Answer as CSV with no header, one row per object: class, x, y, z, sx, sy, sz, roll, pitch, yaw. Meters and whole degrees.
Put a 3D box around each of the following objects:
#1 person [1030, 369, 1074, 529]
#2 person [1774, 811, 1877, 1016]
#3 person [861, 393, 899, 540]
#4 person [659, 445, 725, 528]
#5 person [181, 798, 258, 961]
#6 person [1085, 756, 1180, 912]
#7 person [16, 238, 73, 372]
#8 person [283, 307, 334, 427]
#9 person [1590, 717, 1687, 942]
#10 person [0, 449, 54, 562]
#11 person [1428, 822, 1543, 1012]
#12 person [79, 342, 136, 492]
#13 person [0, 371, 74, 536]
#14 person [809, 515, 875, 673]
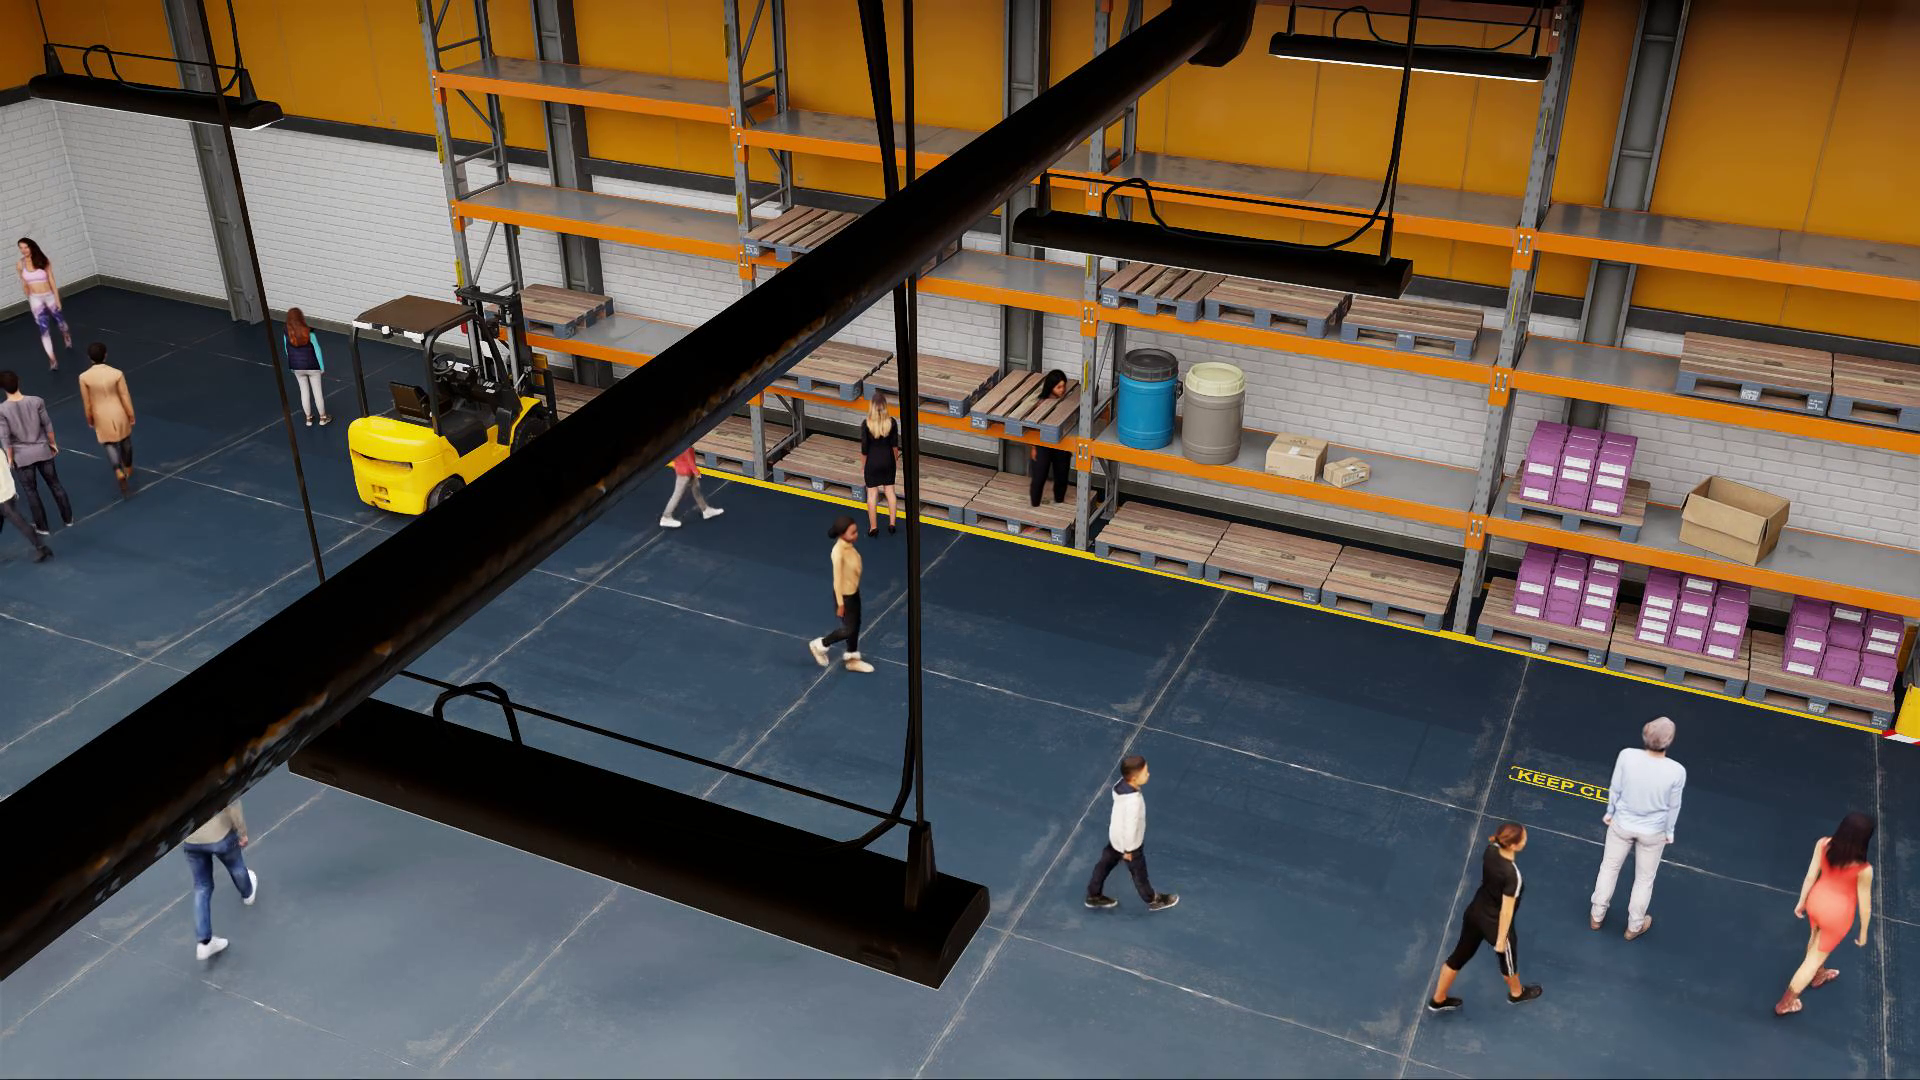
person,0.991,-1.022,18.037,0.775,1.812,0.832,-10,30,-18
person,5.966,2.617,11.492,1.013,1.692,1.004,-14,32,-24
person,-0.859,-0.793,17.760,0.596,1.676,0.667,-9,30,-15
person,-3.050,-0.754,17.992,0.997,1.385,0.881,-7,29,-12
person,-5.518,2.202,12.105,1.253,1.833,1.167,0,29,1
person,1.178,2.227,12.490,1.038,1.420,0.893,-3,29,-6
person,-12.129,-3.178,22.073,1.082,1.732,1.182,-12,31,-20
person,-8.023,-2.132,20.398,0.637,1.500,0.730,0,29,0
person,4.984,2.108,12.214,0.559,1.894,0.745,17,33,29
person,-9.834,-0.438,17.239,1.093,1.551,0.991,-7,29,-13
person,3.602,2.644,11.511,1.144,1.625,1.021,-7,29,-12
person,-9.620,-1.381,18.815,1.025,1.698,1.138,-13,31,-23
person,-9.975,-0.950,17.865,0.669,1.850,0.737,25,37,38
person,-1.123,0.503,15.416,0.887,1.644,0.681,6,29,11
